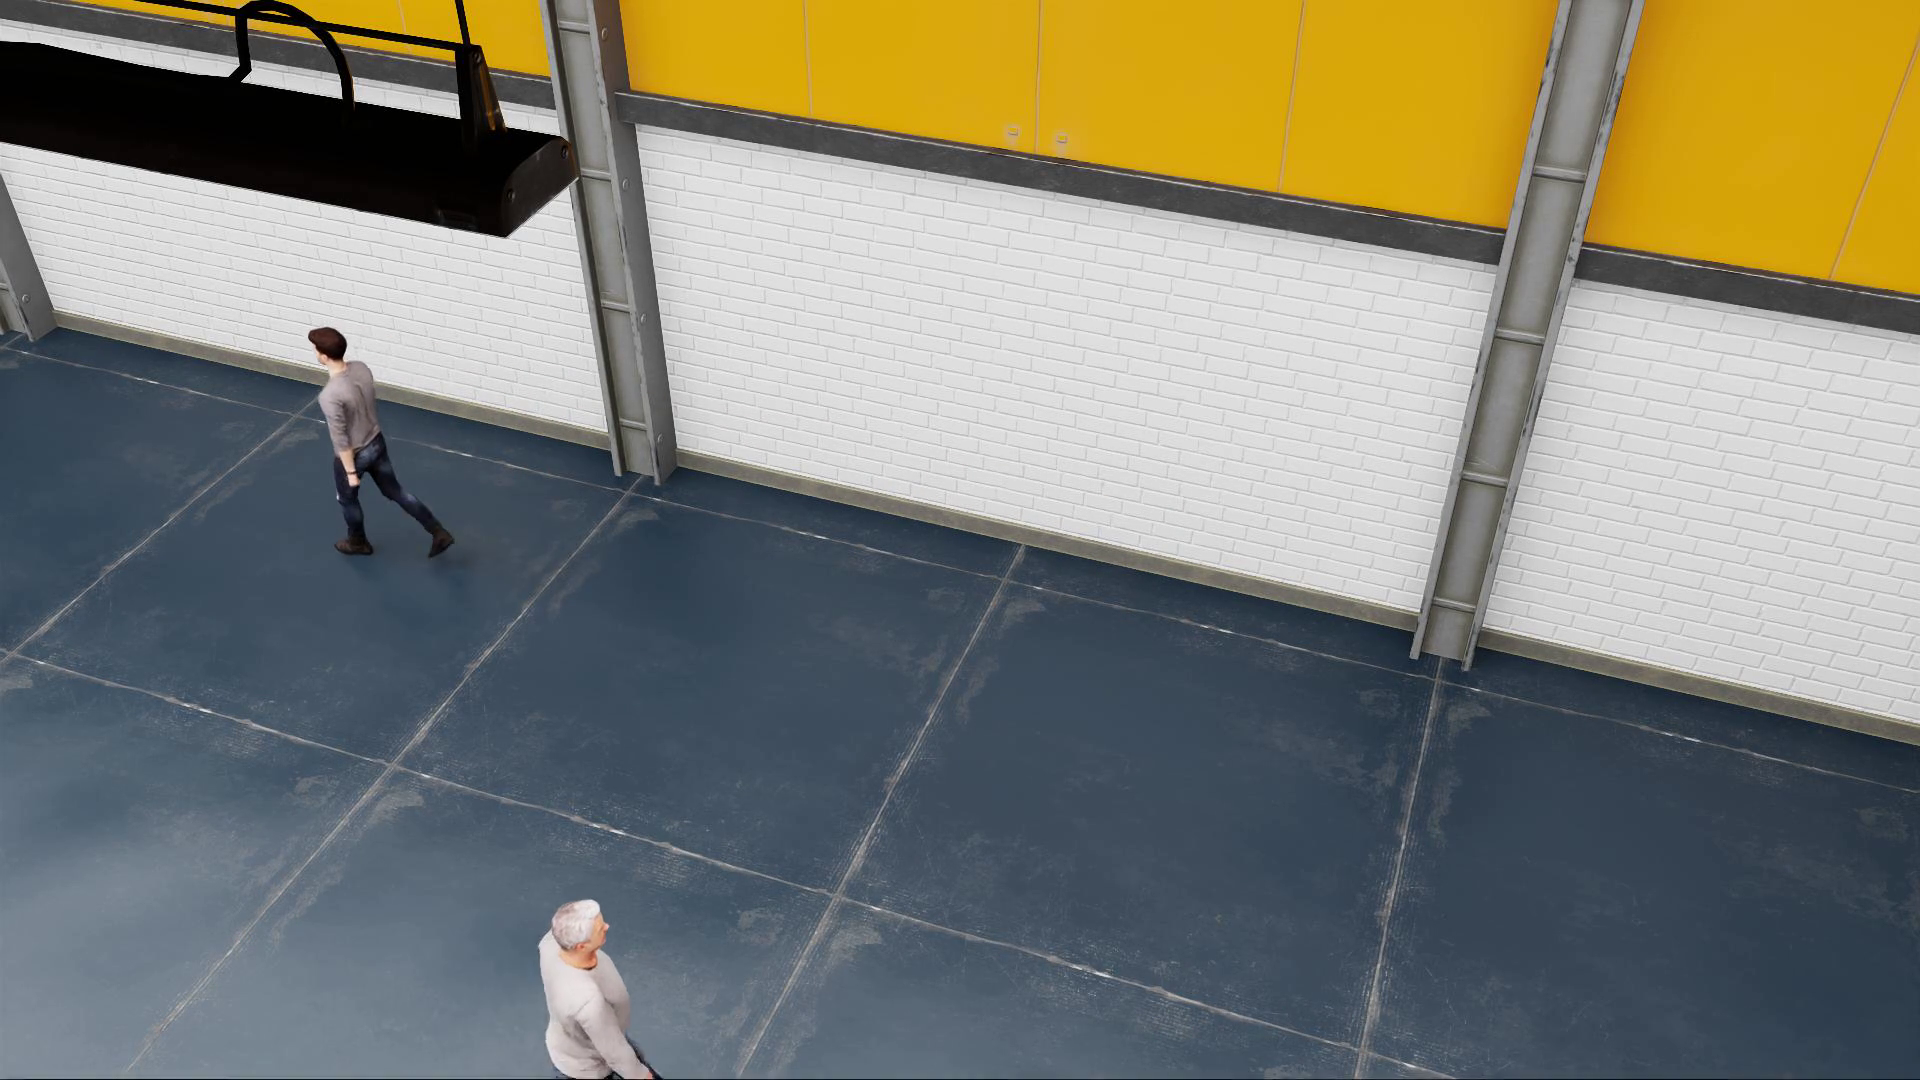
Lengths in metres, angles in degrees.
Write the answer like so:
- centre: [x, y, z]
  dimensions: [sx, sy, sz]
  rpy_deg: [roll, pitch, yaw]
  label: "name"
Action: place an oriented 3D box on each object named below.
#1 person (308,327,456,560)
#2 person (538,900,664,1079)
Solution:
- centre: [-3.991, -0.600, 11.318]
  dimensions: [1.168, 1.876, 0.680]
  rpy_deg: [13, 40, 15]
  label: "person"
- centre: [-1.775, 2.367, 7.612]
  dimensions: [1.258, 1.865, 1.167]
  rpy_deg: [-14, 41, -17]
  label: "person"
